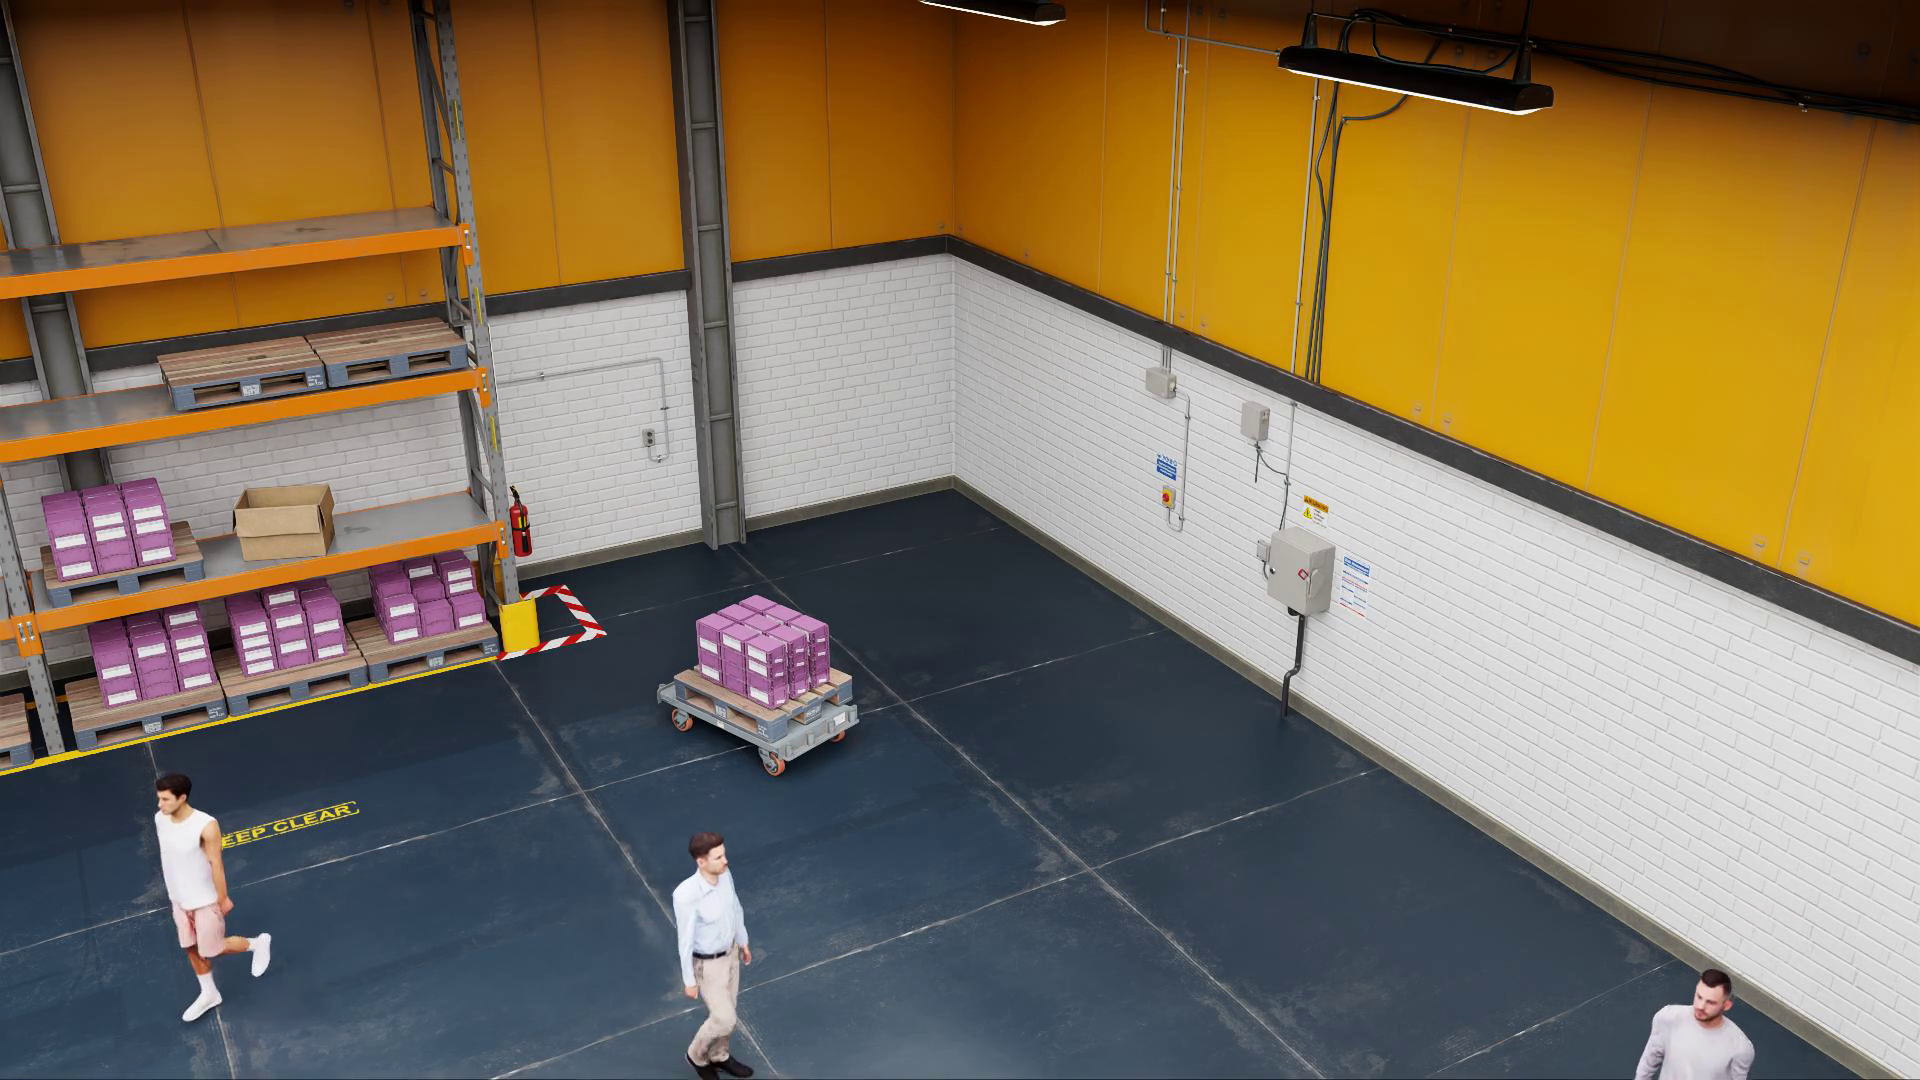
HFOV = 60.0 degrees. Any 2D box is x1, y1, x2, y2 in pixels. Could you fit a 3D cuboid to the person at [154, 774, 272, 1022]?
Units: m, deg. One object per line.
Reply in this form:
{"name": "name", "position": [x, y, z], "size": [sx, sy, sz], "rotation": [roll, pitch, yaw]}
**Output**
{"name": "person", "position": [-4.955, 2.284, 10.952], "size": [0.929, 1.772, 1.047], "rotation": [11, 26, 24]}

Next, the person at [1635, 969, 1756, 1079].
{"name": "person", "position": [3.988, 3.077, 9.087], "size": [0.920, 1.814, 1.208], "rotation": [21, 31, 39]}

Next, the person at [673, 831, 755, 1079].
{"name": "person", "position": [-1.582, 2.563, 10.247], "size": [0.845, 1.827, 0.771], "rotation": [10, 25, 21]}
